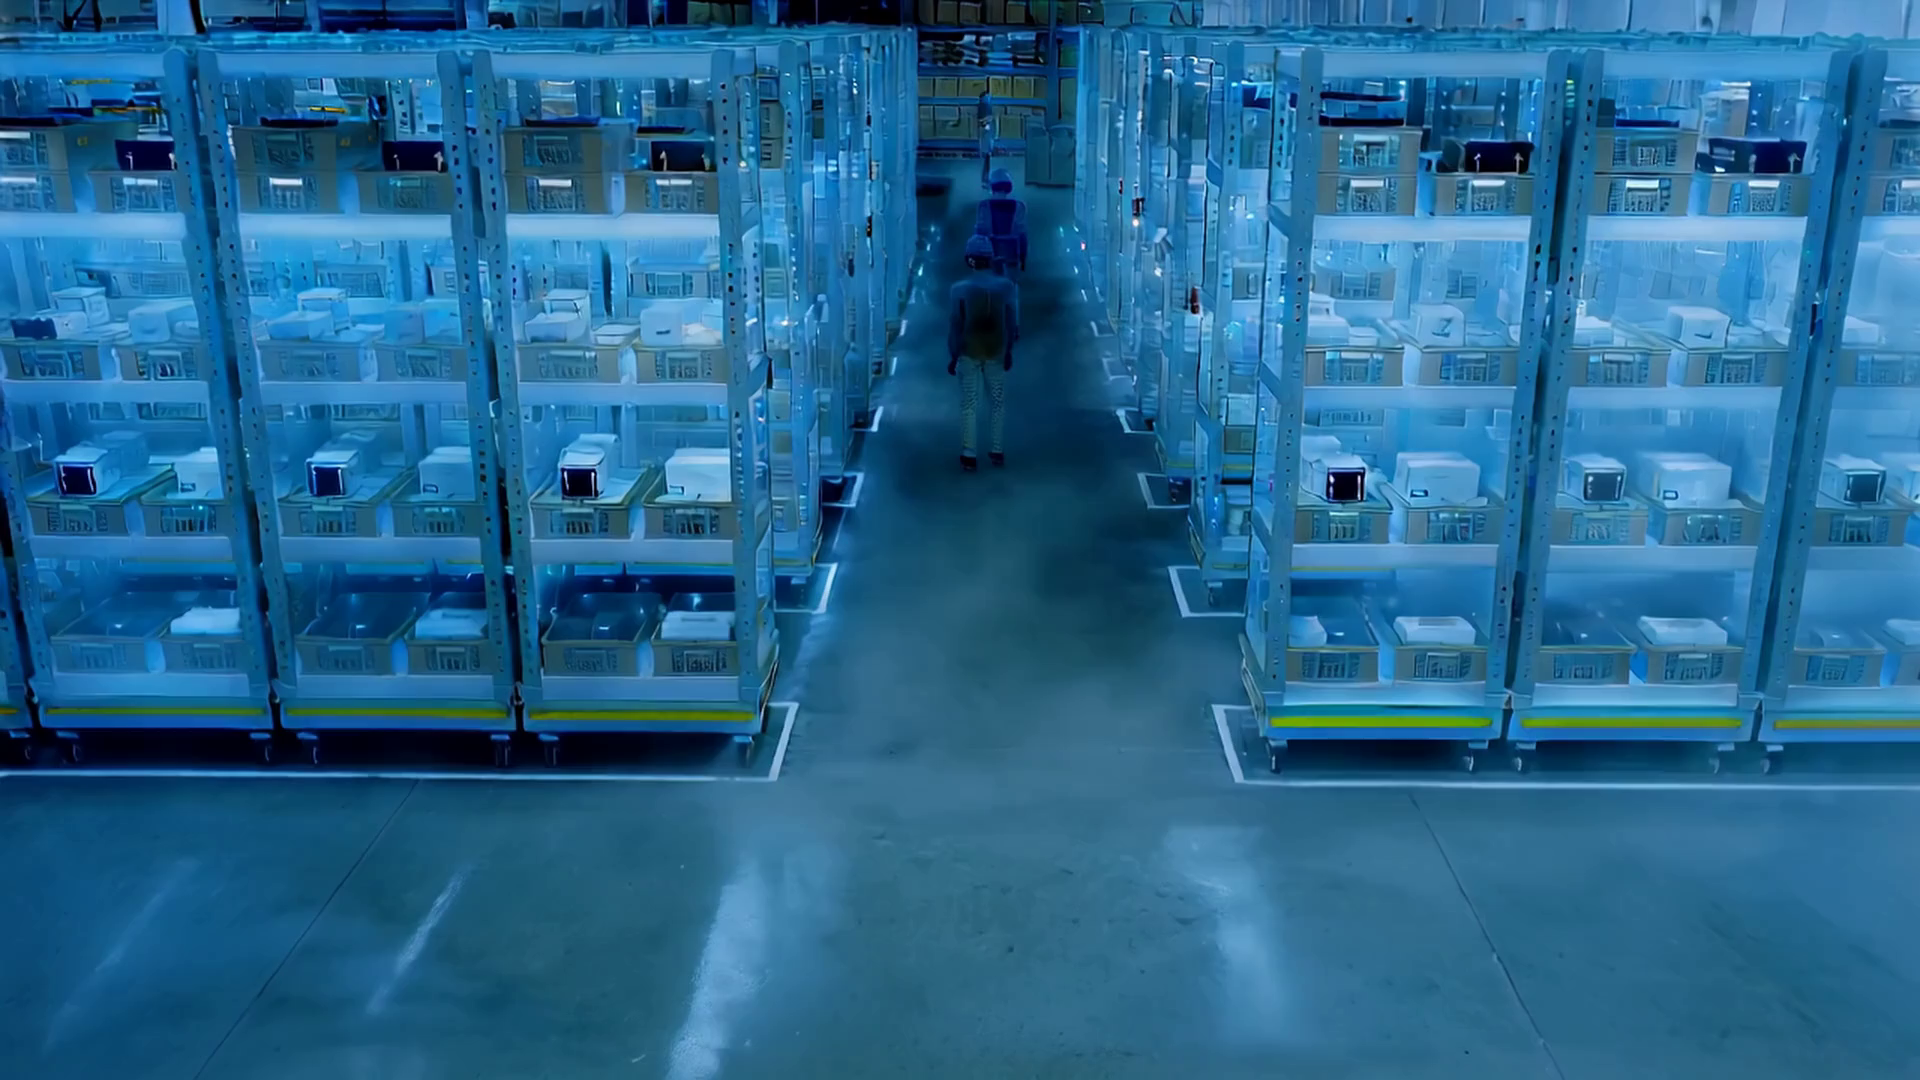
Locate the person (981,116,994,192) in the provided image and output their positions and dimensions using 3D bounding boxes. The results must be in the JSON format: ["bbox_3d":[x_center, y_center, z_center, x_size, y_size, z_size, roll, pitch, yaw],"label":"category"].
[{"bbox_3d":[0.616,-8.592,37.051,0.305,1.645,0.522,-1,17,-2],"label":"person"}]

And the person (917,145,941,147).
[{"bbox_3d":[-0.941,-12.623,49.672,0.936,1.782,0.604,-6,18,-18],"label":"person"}]

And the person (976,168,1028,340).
[{"bbox_3d":[0.497,-3.395,19.833,0.615,2.041,0.376,-1,17,-2],"label":"person"}]

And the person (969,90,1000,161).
[{"bbox_3d":[0.680,-11.247,45.113,0.873,1.902,0.645,-7,19,-21],"label":"person"}]

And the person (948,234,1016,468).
[{"bbox_3d":[0.184,-1.608,14.214,0.618,1.997,0.373,-8,19,-24],"label":"person"}]
